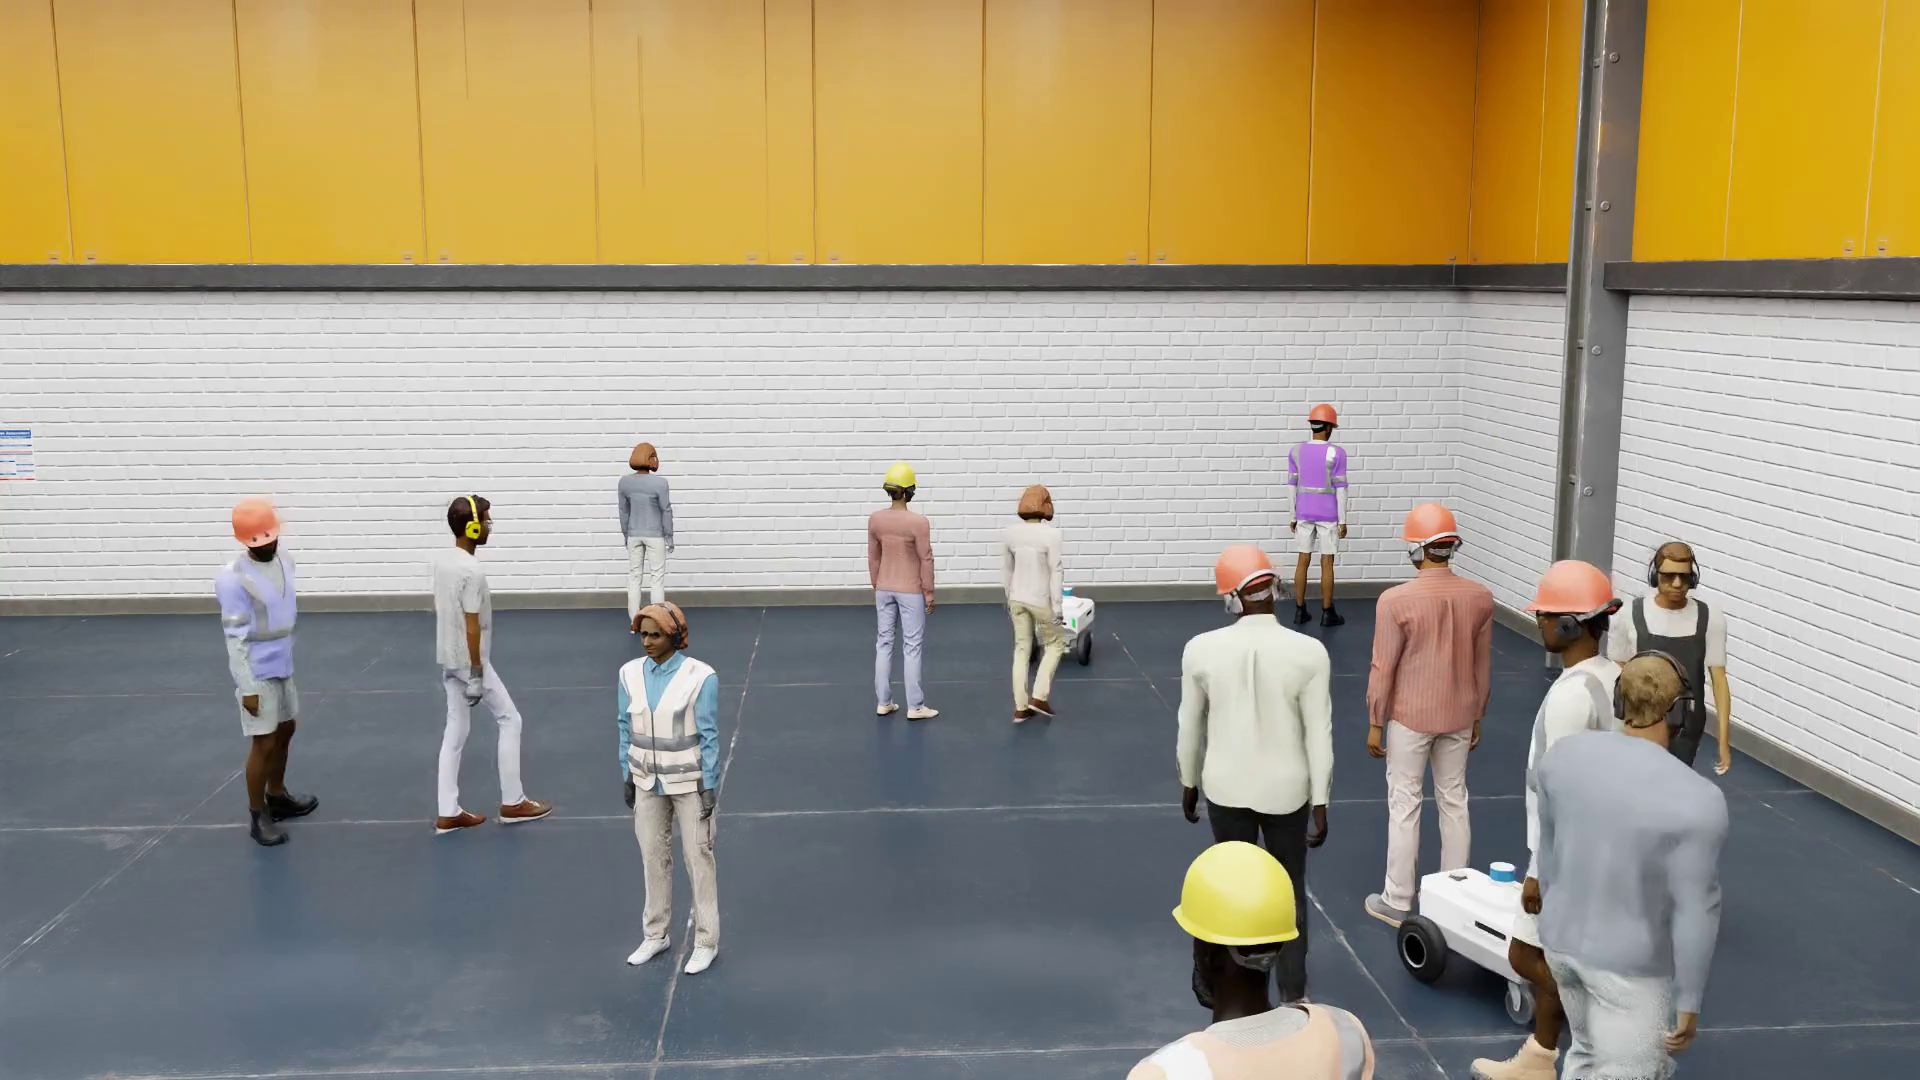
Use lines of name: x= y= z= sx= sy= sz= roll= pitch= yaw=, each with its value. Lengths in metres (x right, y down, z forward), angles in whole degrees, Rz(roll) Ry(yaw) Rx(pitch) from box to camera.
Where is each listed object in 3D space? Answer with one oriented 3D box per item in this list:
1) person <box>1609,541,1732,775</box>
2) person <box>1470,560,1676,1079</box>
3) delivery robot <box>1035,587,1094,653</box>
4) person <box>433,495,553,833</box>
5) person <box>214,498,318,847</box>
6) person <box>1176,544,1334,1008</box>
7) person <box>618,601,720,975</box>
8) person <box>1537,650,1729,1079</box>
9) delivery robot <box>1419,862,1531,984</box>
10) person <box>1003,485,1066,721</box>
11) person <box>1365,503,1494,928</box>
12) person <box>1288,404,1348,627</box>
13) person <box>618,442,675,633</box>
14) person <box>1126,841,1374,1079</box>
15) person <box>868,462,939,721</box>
person: x=3.302 y=0.910 z=7.751 sx=0.527 sy=1.798 sz=0.941 roll=2 pitch=9 yaw=11
person: x=2.212 y=1.083 z=5.943 sx=0.638 sy=2.030 sz=0.633 roll=6 pitch=11 yaw=32
delivery robot: x=0.836 y=0.620 z=13.183 sx=0.477 sy=0.478 sz=0.707 roll=3 pitch=9 yaw=16
person: x=-2.609 y=0.666 z=9.151 sx=0.524 sy=1.850 sz=0.738 roll=8 pitch=12 yaw=42
person: x=-3.694 y=0.682 z=8.929 sx=0.471 sy=1.886 sz=0.723 roll=2 pitch=9 yaw=10
person: x=1.173 y=1.003 z=6.692 sx=0.636 sy=1.947 sz=0.596 roll=2 pitch=9 yaw=15
person: x=-1.266 y=1.072 z=7.274 sx=0.505 sy=1.632 sz=0.310 roll=4 pitch=10 yaw=23
person: x=2.065 y=1.288 z=5.121 sx=0.626 sy=1.918 sz=0.645 roll=-5 pitch=10 yaw=-29
delivery robot: x=2.275 y=1.603 z=7.005 sx=0.477 sy=0.478 sz=0.707 roll=-4 pitch=10 yaw=-25
person: x=0.522 y=0.430 z=11.322 sx=0.535 sy=1.615 sz=0.396 roll=7 pitch=12 yaw=38
person: x=2.175 y=0.816 z=7.767 sx=0.614 sy=1.987 sz=0.407 roll=-3 pitch=9 yaw=-16
person: x=3.110 y=-0.206 z=14.413 sx=0.543 sy=1.912 sz=0.373 roll=6 pitch=11 yaw=35
person: x=-2.644 y=-0.011 z=14.061 sx=0.499 sy=1.634 sz=0.289 roll=3 pitch=10 yaw=19
person: x=0.546 y=1.547 z=3.358 sx=0.595 sy=1.925 sz=0.375 roll=-5 pitch=10 yaw=-30
person: x=-0.394 y=0.351 z=11.364 sx=0.524 sy=1.772 sz=0.301 roll=6 pitch=11 yaw=32
